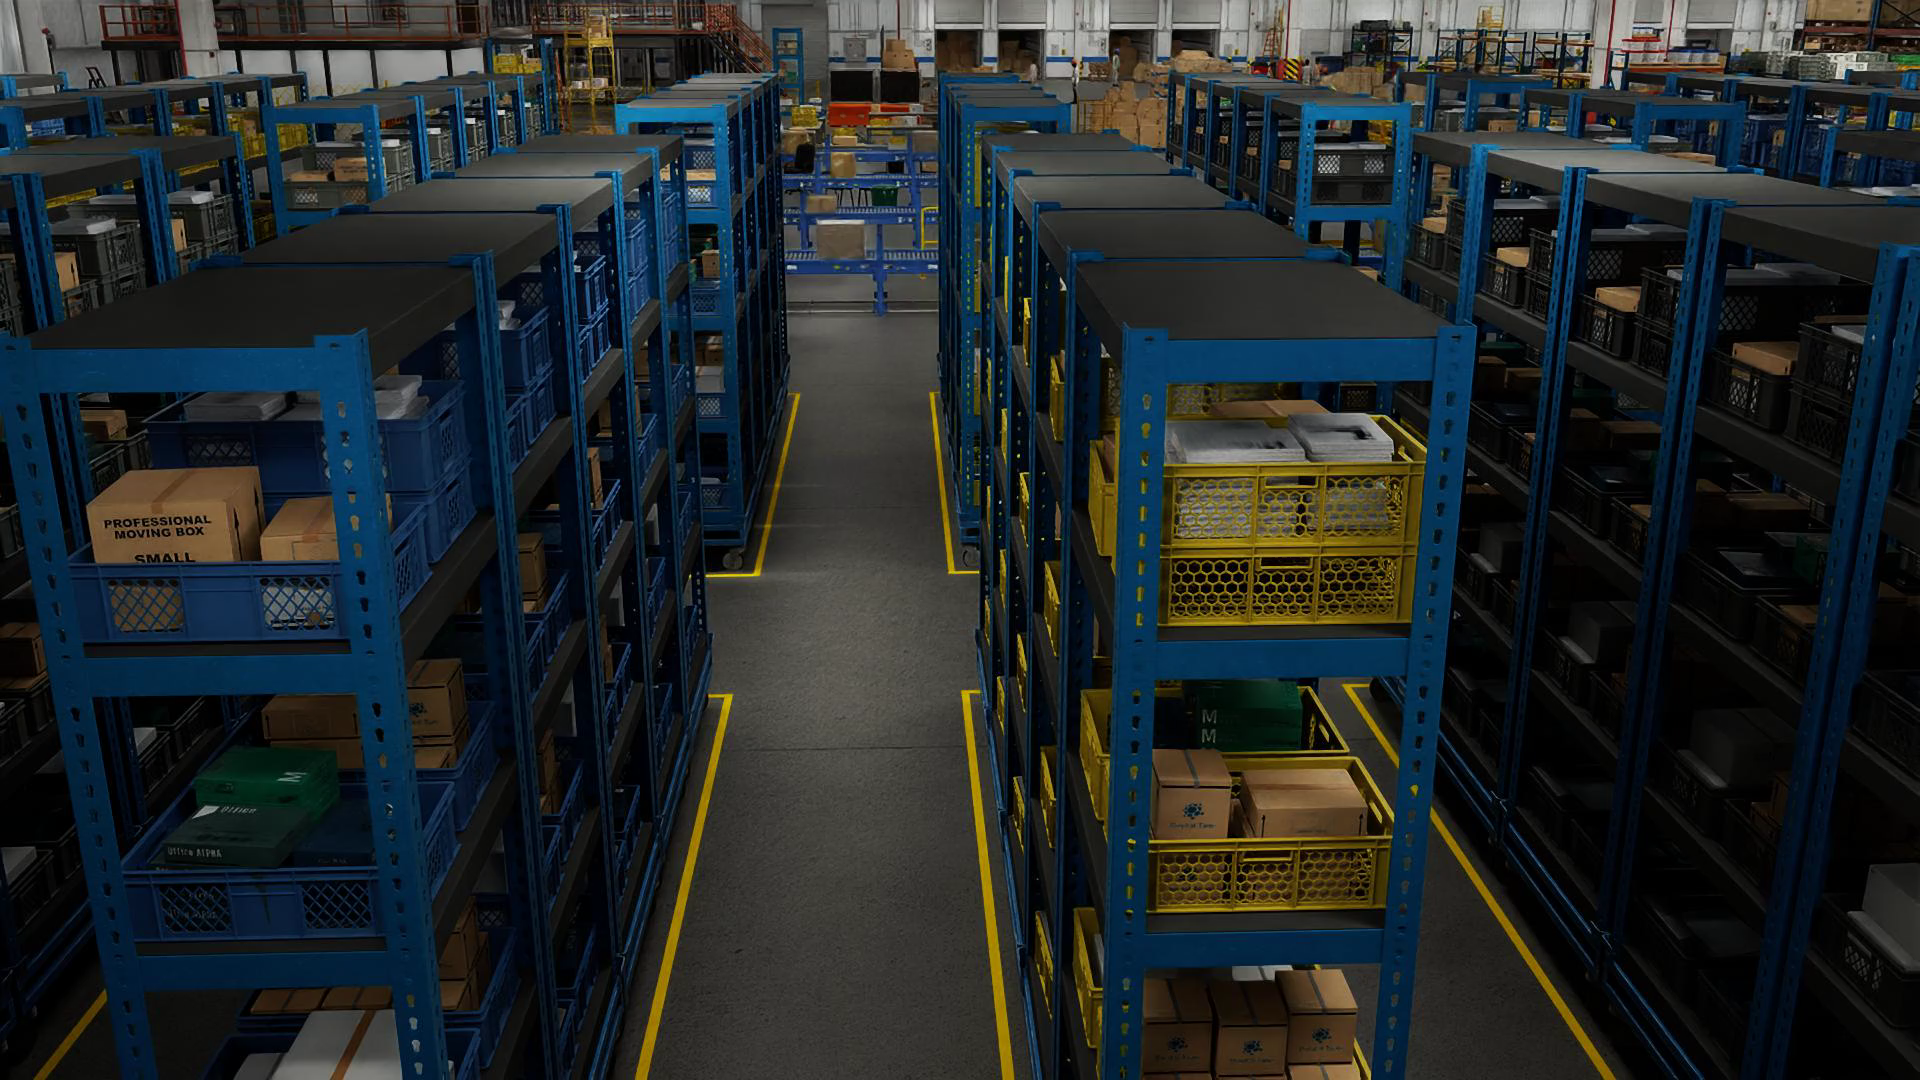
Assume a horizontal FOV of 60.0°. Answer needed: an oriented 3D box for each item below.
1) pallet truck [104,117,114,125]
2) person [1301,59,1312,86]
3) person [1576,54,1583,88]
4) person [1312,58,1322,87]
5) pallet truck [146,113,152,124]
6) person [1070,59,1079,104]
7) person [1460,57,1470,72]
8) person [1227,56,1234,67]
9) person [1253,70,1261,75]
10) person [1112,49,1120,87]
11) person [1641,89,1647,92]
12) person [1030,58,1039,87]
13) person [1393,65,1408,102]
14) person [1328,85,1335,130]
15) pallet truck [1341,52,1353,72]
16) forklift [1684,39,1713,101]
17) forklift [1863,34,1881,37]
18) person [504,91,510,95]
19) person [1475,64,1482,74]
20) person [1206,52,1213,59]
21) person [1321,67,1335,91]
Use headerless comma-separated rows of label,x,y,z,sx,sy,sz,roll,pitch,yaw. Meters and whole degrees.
pallet truck,-18.367,-7.885,35.078,1.885,1.965,0.823,1,18,2
person,15.674,-20.795,75.253,0.505,1.862,0.331,8,20,24
person,30.595,-22.938,81.791,0.394,1.926,0.590,-5,19,-15
person,17.771,-23.190,82.972,0.812,1.643,0.557,-9,20,-27
pallet truck,-18.087,-8.309,36.390,1.885,1.965,0.823,-1,18,-4
person,5.037,-20.205,73.328,0.382,1.925,0.545,0,18,-1
person,23.902,-21.959,78.905,0.506,1.826,0.488,-1,18,-5
person,13.618,-23.666,84.336,0.493,1.727,0.383,2,18,6
person,10.572,-15.771,59.485,0.388,1.992,0.625,-12,21,-32
person,8.322,-25.133,88.530,0.392,1.946,0.616,-6,19,-17
person,21.437,-13.315,52.324,0.535,1.726,0.842,-2,18,-7
person,3.328,-20.833,75.274,0.481,1.925,0.629,-3,18,-9
person,16.990,-17.178,63.767,0.924,2.000,0.707,9,20,27
person,12.166,-14.036,54.558,0.528,1.723,0.909,2,18,5
pallet truck,18.794,-23.123,82.231,0.823,1.965,1.885,-13,22,-35
forklift,30.924,-19.625,69.994,1.129,2.768,1.873,-1,18,-2
forklift,44.131,-23.197,81.047,1.129,2.768,1.873,-1,18,-2
person,-17.317,-16.999,63.475,0.417,1.868,0.601,-12,22,-34
person,21.117,-18.545,68.257,0.924,1.881,0.599,-2,18,-6
person,13.140,-24.757,87.566,0.429,1.832,0.628,-9,20,-26
person,14.473,-17.655,65.475,0.592,1.889,0.558,-14,22,-36
